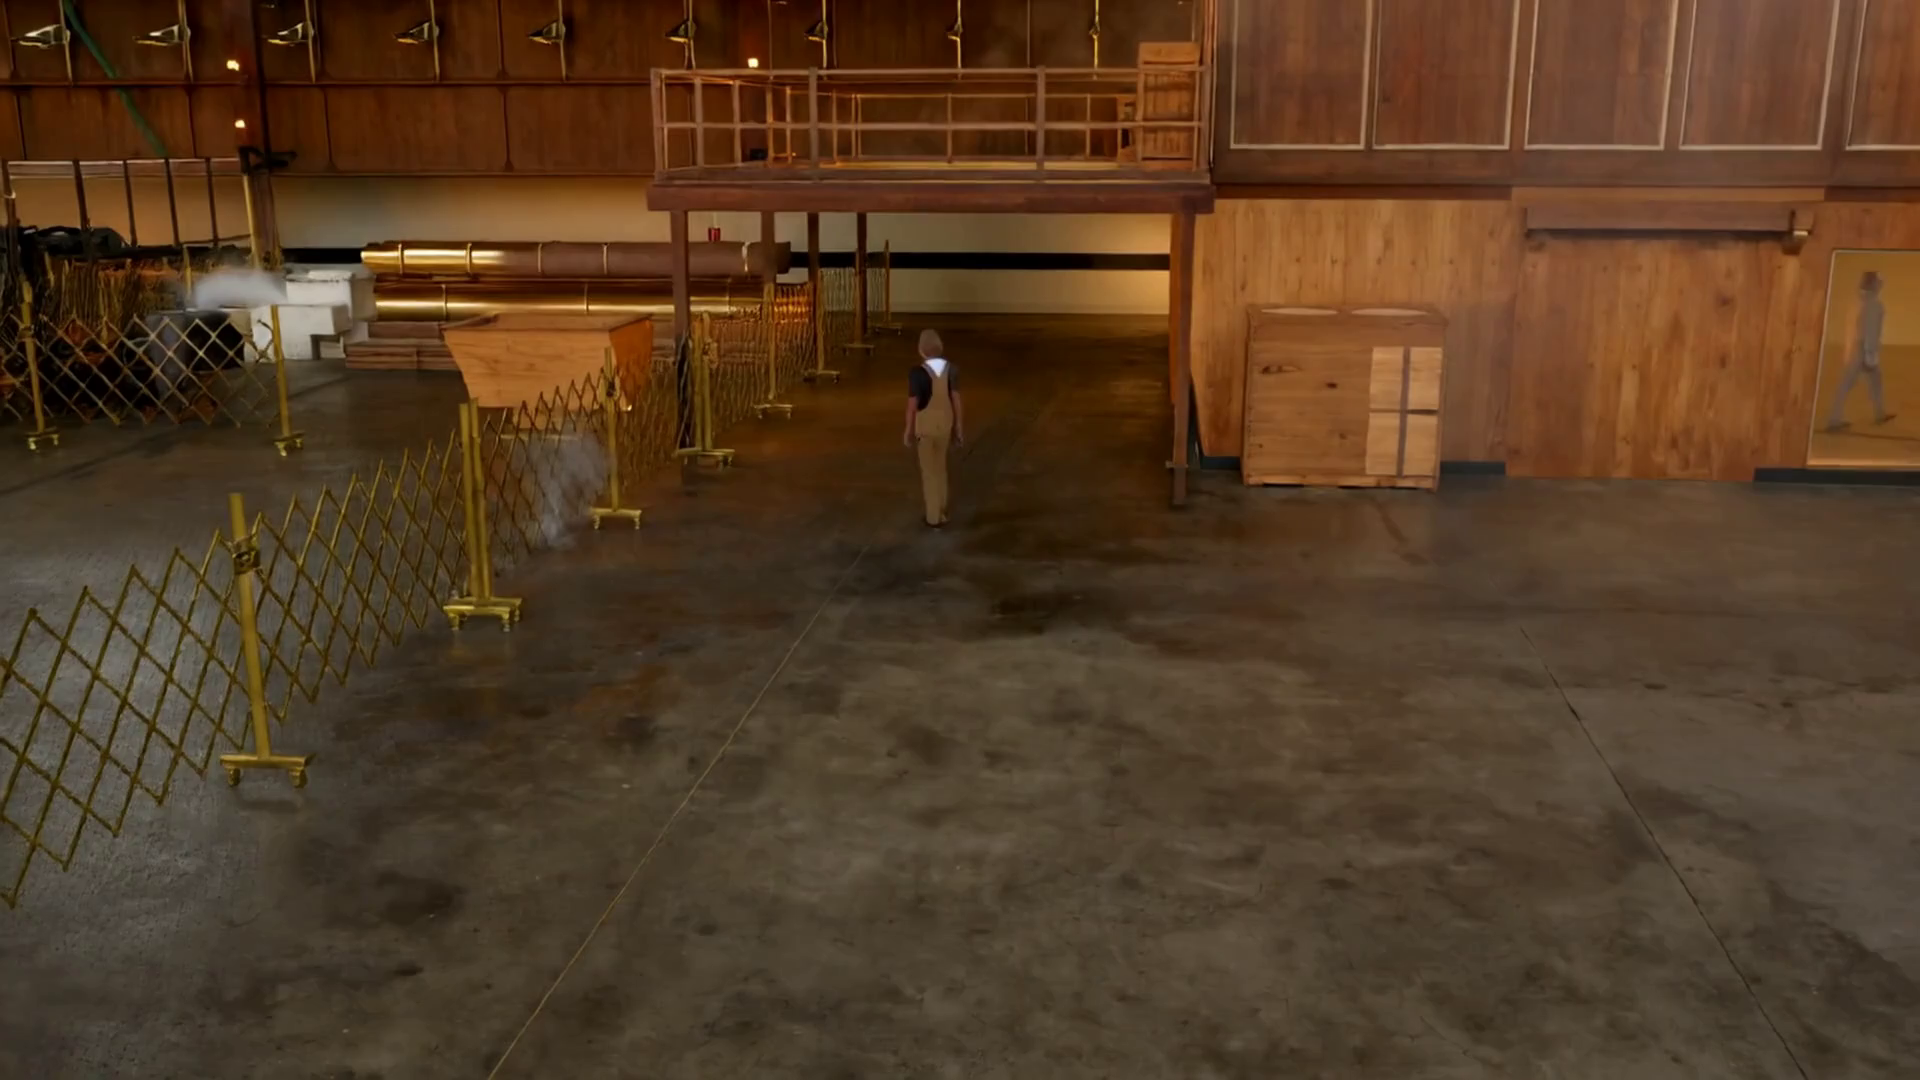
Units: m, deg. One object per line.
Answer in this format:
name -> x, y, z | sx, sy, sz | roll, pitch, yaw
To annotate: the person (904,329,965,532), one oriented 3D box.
person -> -0.248, -0.996, 15.054 | 0.556, 1.825, 0.510 | -7, 15, -26
